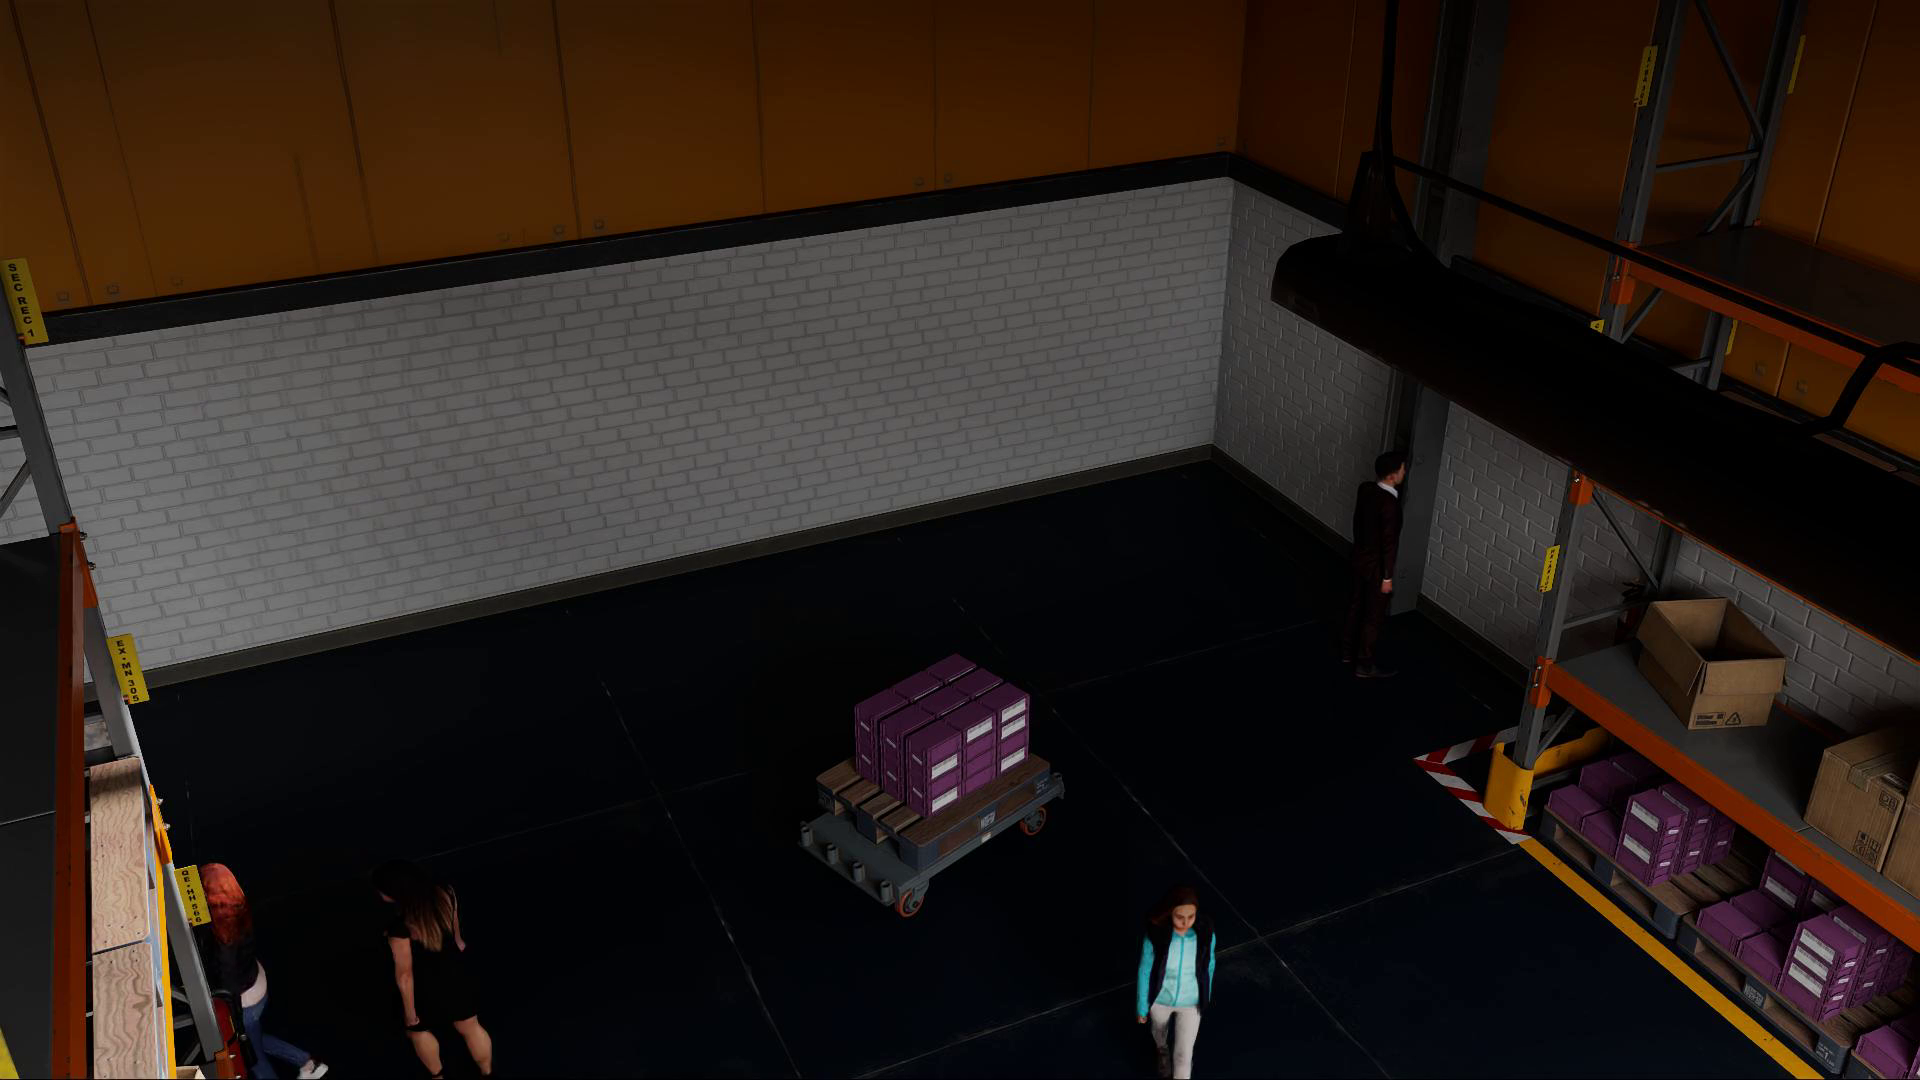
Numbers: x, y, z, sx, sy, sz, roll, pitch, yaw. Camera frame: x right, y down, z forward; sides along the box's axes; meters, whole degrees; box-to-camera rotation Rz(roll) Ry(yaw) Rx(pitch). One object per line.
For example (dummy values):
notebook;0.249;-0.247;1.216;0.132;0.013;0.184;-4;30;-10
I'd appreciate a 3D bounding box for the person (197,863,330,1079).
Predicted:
person;-3.637;2.395;8.686;0.642;1.778;0.672;-10;30;-18

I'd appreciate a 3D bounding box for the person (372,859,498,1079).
person;-2.700;2.389;8.788;0.933;1.692;0.891;15;32;25

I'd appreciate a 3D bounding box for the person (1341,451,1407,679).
person;3.154;0.172;12.671;0.775;1.865;0.593;-7;29;-13

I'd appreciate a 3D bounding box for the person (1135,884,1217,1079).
person;1.145;2.413;8.987;0.843;1.459;1.057;0;29;1
